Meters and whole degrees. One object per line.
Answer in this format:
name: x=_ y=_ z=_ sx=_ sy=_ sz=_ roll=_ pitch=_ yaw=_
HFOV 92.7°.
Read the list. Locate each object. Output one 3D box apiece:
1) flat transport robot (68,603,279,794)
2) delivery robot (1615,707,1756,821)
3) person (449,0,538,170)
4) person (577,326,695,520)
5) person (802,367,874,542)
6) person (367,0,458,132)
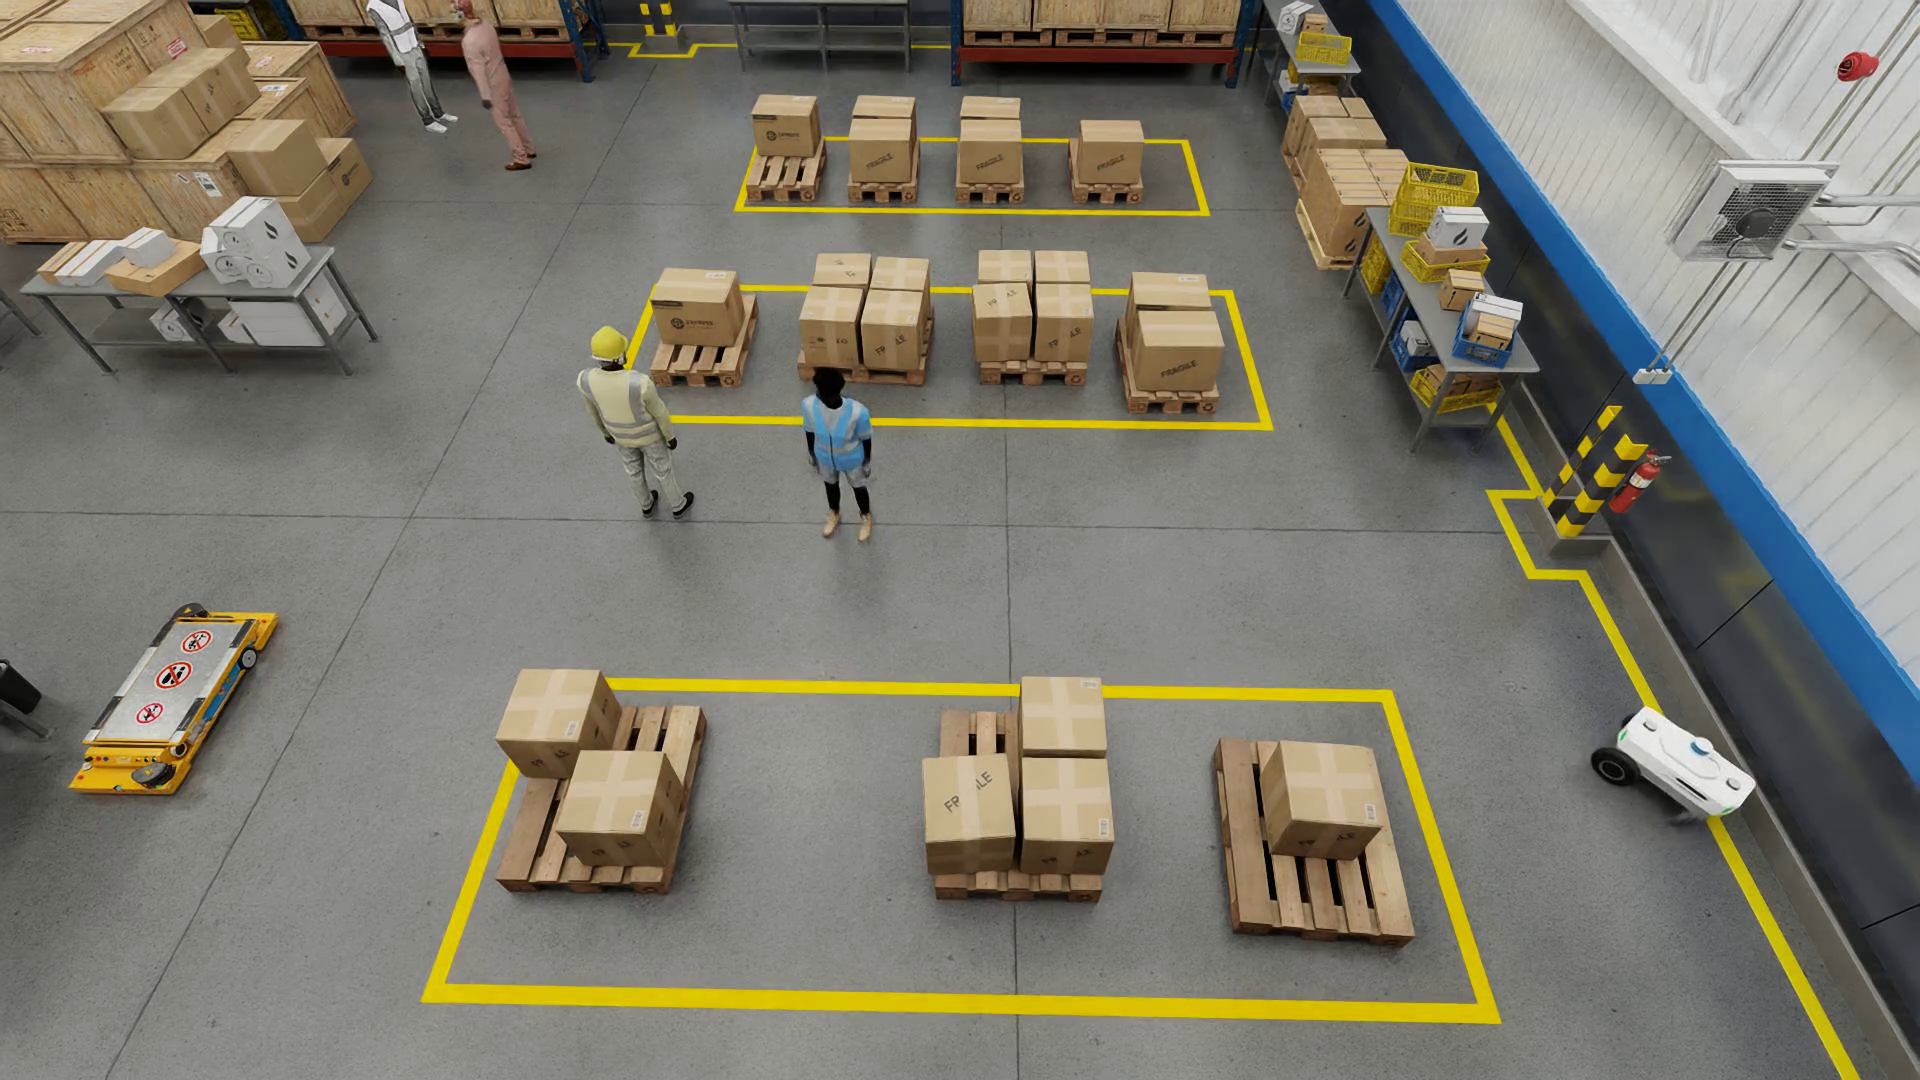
flat transport robot: x=-5.504 y=1.072 z=6.442 sx=0.652 sy=0.197 sz=1.431 roll=1 pitch=50 yaw=1
delivery robot: x=4.643 y=1.429 z=5.896 sx=0.477 sy=0.478 sz=0.707 roll=-31 pitch=56 yaw=-24
person: x=-5.525 y=-5.381 z=10.847 sx=0.396 sy=1.900 sz=0.656 roll=-1 pitch=50 yaw=-1
person: x=-2.485 y=-0.861 z=7.061 sx=0.602 sy=1.830 sz=0.404 roll=5 pitch=50 yaw=4
person: x=-0.909 y=-0.632 z=6.955 sx=0.540 sy=1.695 sz=0.317 roll=10 pitch=50 yaw=8
person: x=-6.922 y=-6.122 z=11.467 sx=0.397 sy=1.911 sz=0.579 roll=6 pitch=50 yaw=5
